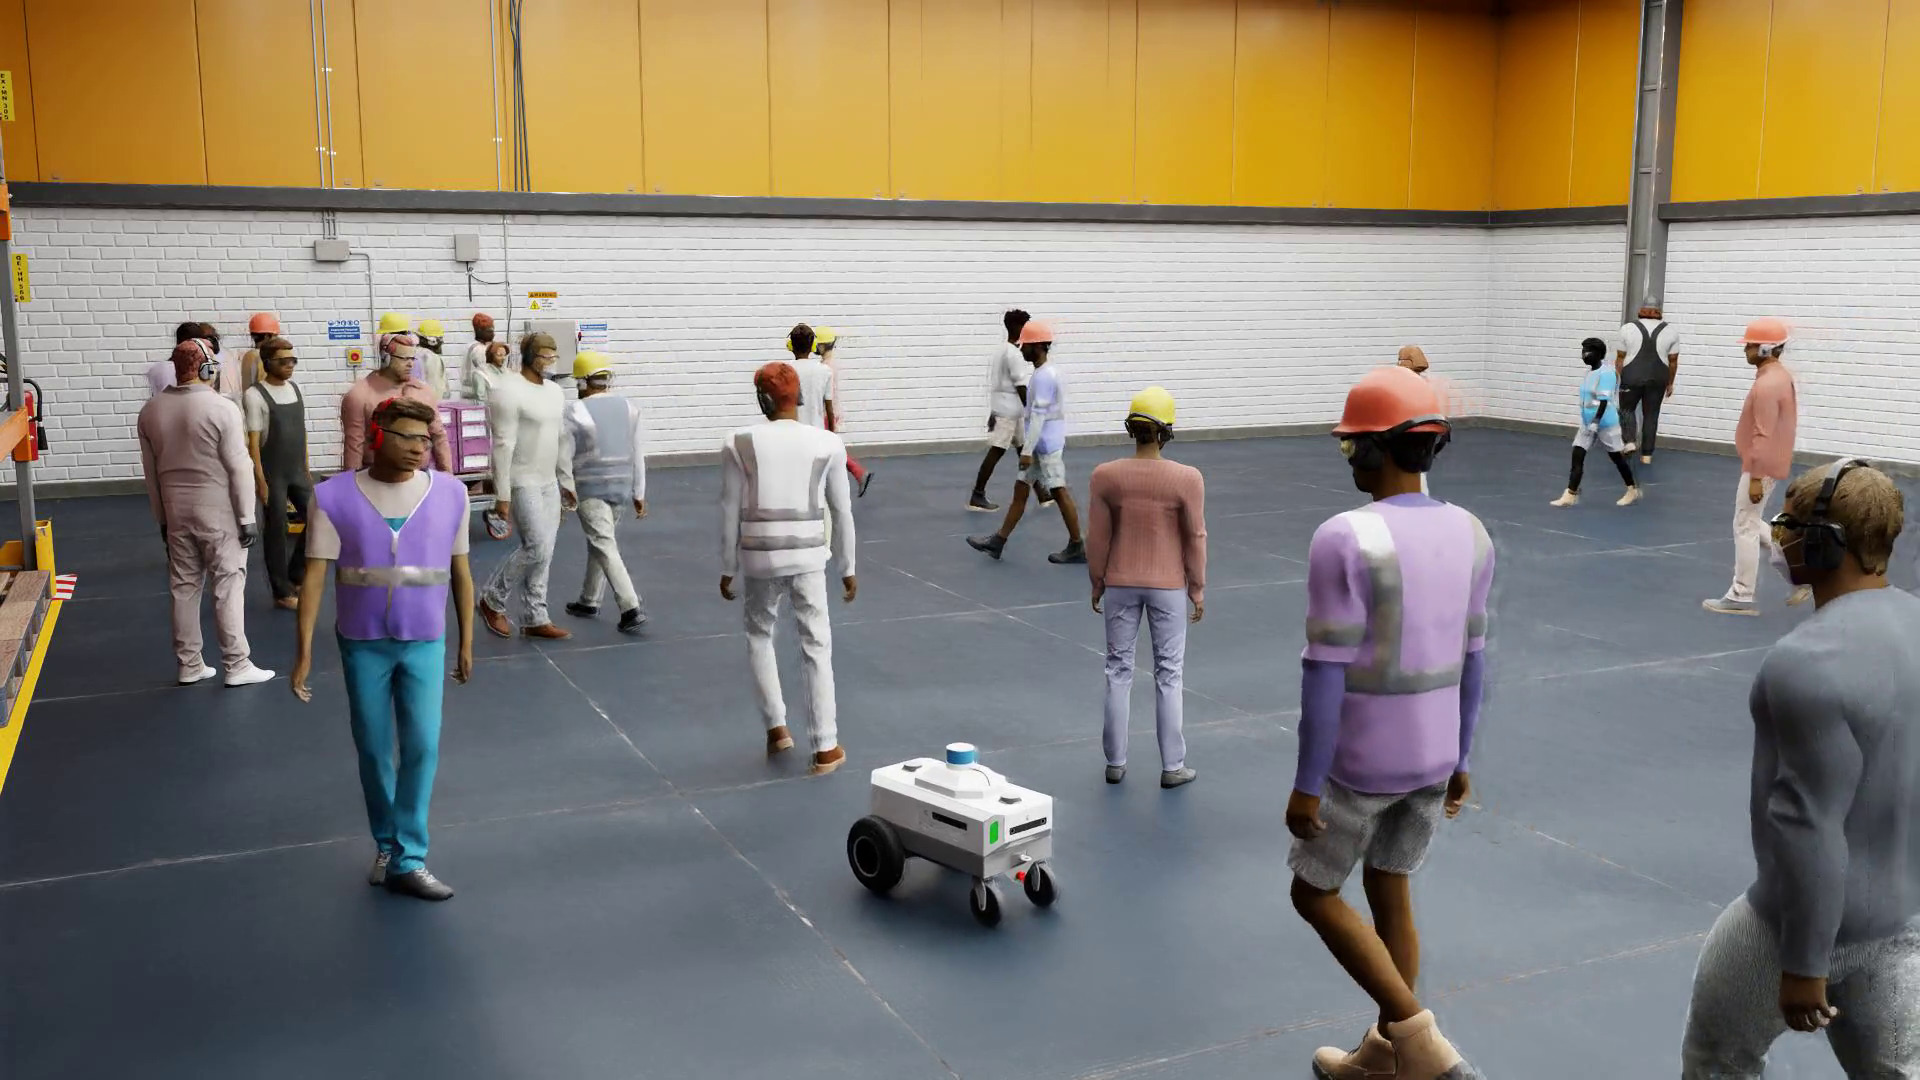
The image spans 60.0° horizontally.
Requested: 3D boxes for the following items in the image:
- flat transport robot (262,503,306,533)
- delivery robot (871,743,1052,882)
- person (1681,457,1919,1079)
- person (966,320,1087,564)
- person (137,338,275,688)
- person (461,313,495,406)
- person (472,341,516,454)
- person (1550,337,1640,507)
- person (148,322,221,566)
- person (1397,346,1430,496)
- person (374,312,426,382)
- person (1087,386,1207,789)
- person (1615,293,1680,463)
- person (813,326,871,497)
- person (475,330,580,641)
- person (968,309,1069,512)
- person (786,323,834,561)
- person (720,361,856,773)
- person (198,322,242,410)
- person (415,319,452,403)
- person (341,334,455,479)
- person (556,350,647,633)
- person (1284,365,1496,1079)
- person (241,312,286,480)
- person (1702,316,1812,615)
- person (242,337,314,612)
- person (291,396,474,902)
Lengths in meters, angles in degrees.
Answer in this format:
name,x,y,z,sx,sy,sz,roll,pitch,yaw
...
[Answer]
name,x,y,z,sx,sy,sz,roll,pitch,yaw
flat transport robot,-5.398,-0.259,14.866,1.431,0.197,0.652,-8,12,-41
delivery robot,0.002,0.979,6.015,0.477,0.478,0.707,-8,12,-42
person,1.881,0.772,3.484,0.641,1.897,1.010,-7,11,-37
person,0.544,-0.742,12.849,0.972,1.884,0.572,0,9,0
person,-4.105,-0.141,9.076,0.640,1.909,0.409,2,9,14
person,-4.762,-1.350,16.745,0.510,1.857,0.595,-3,10,-20
person,-4.508,-1.122,16.065,0.694,1.610,0.504,8,12,42
person,6.182,-1.125,16.002,0.892,1.650,0.527,-2,9,-12
person,-5.969,-0.756,12.988,0.650,1.863,0.888,0,9,3
person,3.913,-0.872,14.477,0.279,1.630,0.497,8,12,41
person,-5.010,-1.085,14.932,0.504,1.905,0.581,-7,12,-37
person,0.825,0.208,7.341,0.529,1.767,0.329,3,10,21
person,8.133,-1.926,19.735,0.700,2.000,0.538,3,10,15
person,-1.248,-1.222,16.249,0.721,1.744,0.531,-2,9,-12
person,-2.636,-0.318,10.157,0.505,1.917,0.638,3,10,16
person,0.534,-1.214,15.704,1.017,1.911,0.608,-1,9,-8
person,-1.227,-0.757,13.007,0.513,1.872,0.331,-3,10,-16
person,-0.787,0.123,7.575,0.643,1.858,0.487,-1,9,-9
person,-6.967,-1.154,15.705,0.436,1.804,0.776,3,10,20
person,-5.038,-1.219,16.055,0.646,1.807,0.623,-9,12,-43
person,-3.575,-0.363,10.537,0.608,1.877,0.660,7,11,36
person,-2.275,-0.316,10.566,0.948,1.783,0.601,8,12,41
person,1.139,0.561,4.351,0.634,2.023,0.540,-6,11,-34
person,-6.135,-1.025,14.524,0.694,1.924,0.560,-9,13,-43
person,5.289,-0.471,10.884,0.596,1.982,0.632,6,11,34
person,-4.474,-0.424,11.048,0.423,1.834,0.538,4,10,24
person,-2.080,0.389,6.034,0.653,1.811,0.528,-4,10,-25
